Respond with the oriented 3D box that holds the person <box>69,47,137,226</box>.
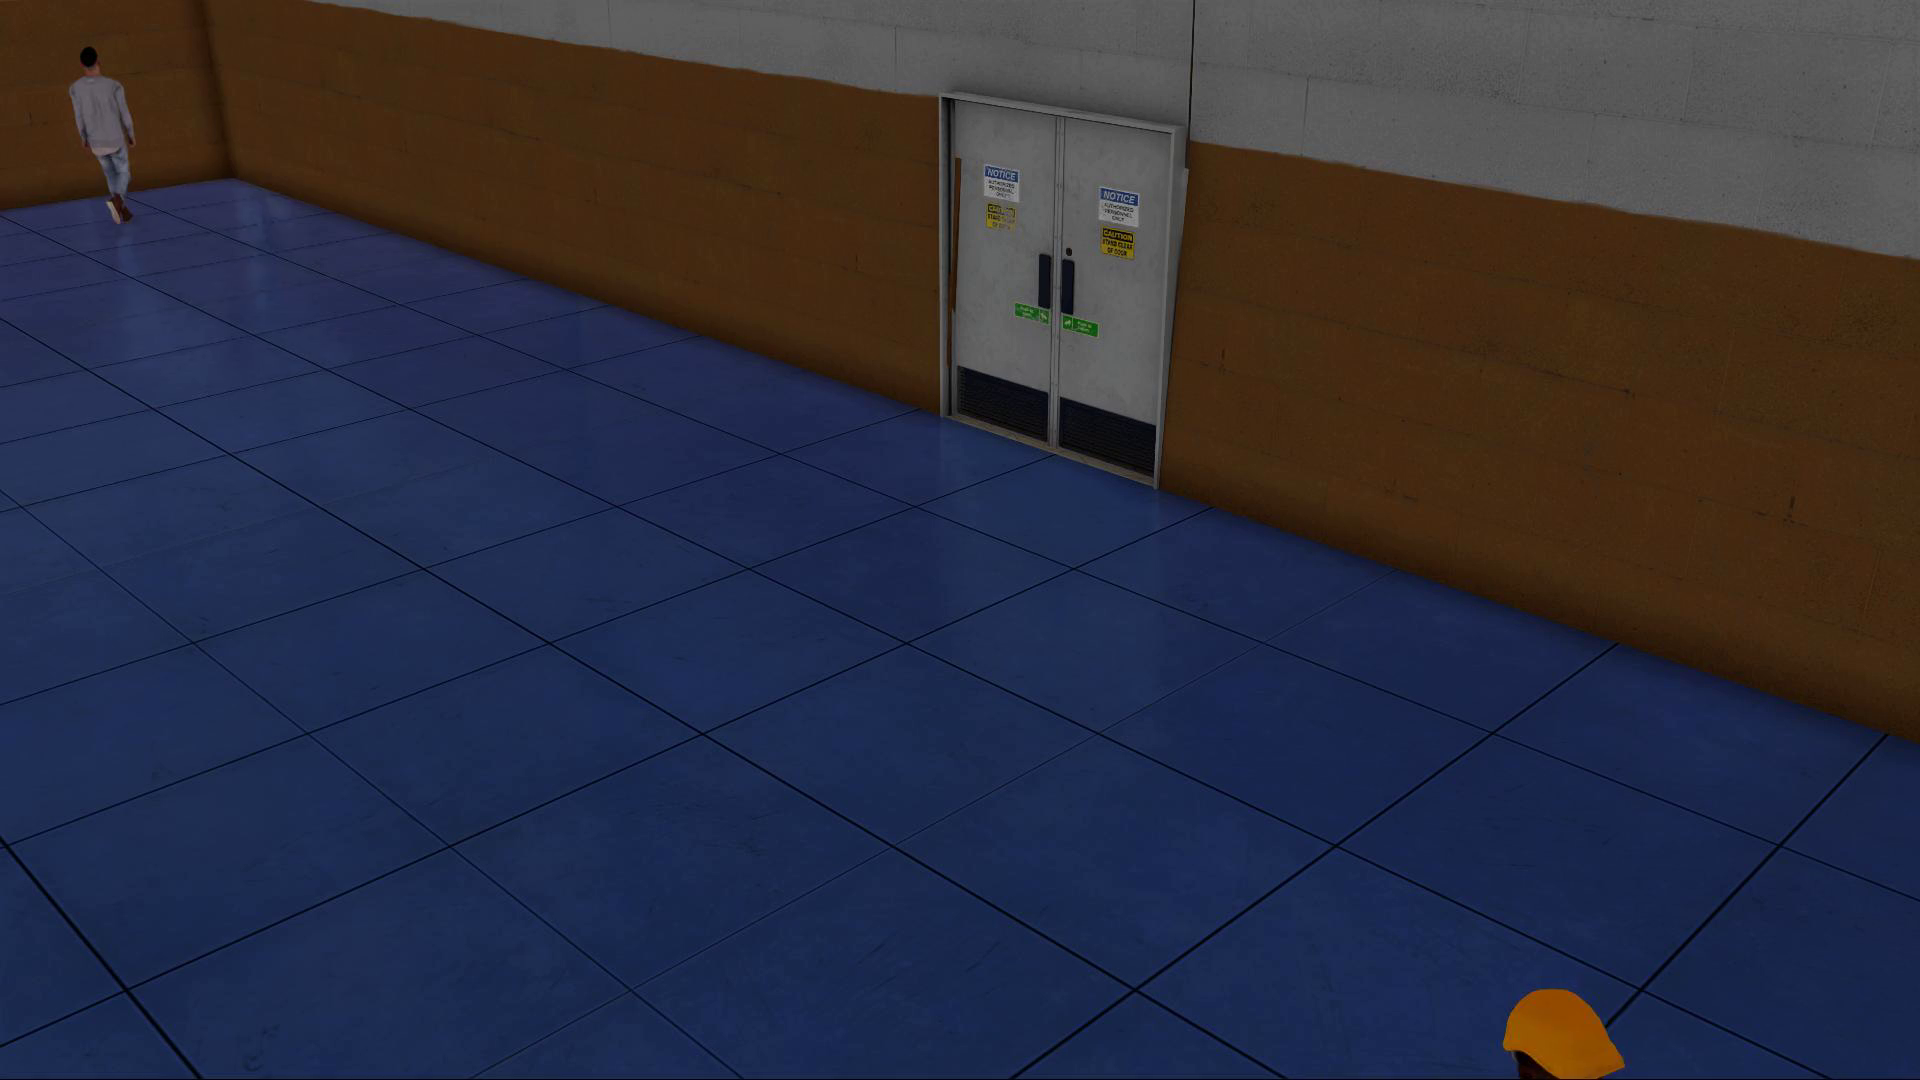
[{"bbox_3d":[-8.850,-4.151,17.238,1.077,1.824,1.065,-6,24,-12],"label":"person"}]
